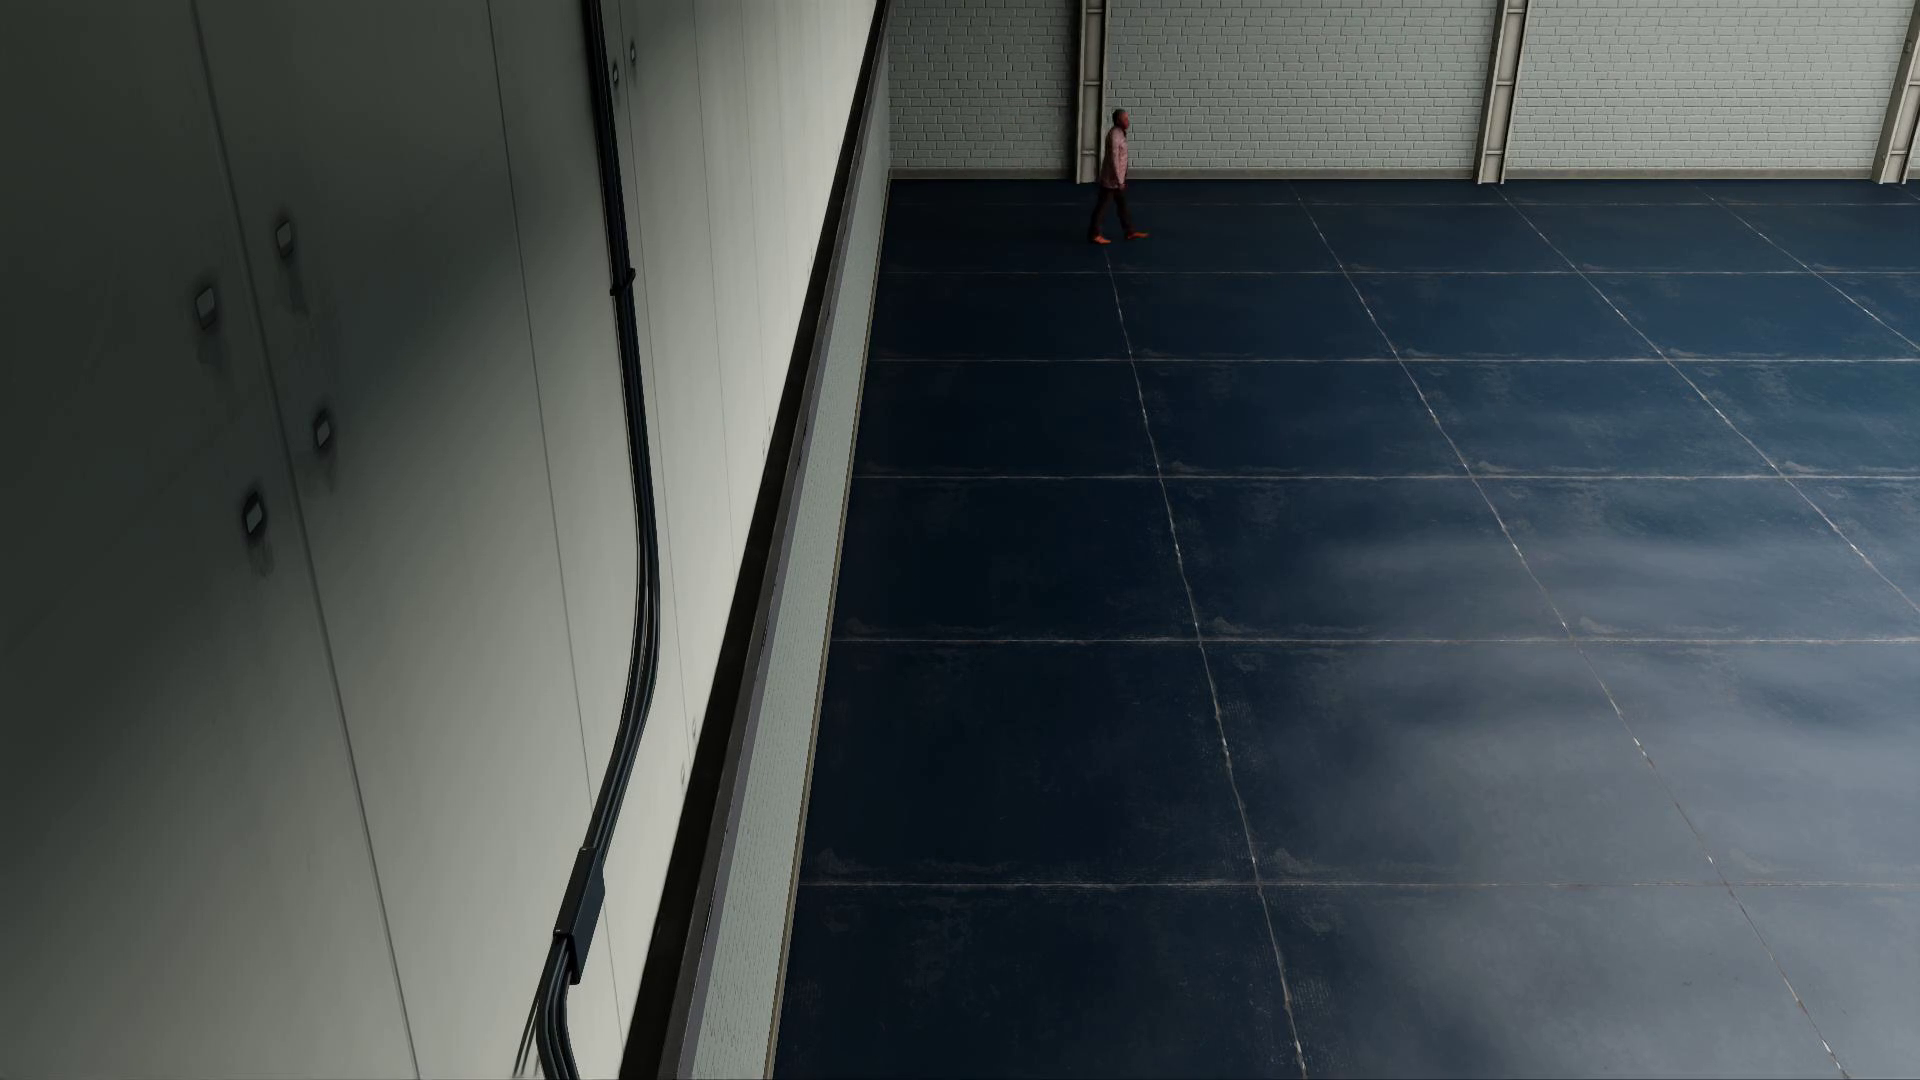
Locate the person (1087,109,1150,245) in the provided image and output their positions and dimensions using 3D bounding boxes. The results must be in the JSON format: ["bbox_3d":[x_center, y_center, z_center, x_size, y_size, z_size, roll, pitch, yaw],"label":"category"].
[{"bbox_3d":[1.921,-4.769,21.915,1.116,1.771,0.883,7,29,12],"label":"person"}]
